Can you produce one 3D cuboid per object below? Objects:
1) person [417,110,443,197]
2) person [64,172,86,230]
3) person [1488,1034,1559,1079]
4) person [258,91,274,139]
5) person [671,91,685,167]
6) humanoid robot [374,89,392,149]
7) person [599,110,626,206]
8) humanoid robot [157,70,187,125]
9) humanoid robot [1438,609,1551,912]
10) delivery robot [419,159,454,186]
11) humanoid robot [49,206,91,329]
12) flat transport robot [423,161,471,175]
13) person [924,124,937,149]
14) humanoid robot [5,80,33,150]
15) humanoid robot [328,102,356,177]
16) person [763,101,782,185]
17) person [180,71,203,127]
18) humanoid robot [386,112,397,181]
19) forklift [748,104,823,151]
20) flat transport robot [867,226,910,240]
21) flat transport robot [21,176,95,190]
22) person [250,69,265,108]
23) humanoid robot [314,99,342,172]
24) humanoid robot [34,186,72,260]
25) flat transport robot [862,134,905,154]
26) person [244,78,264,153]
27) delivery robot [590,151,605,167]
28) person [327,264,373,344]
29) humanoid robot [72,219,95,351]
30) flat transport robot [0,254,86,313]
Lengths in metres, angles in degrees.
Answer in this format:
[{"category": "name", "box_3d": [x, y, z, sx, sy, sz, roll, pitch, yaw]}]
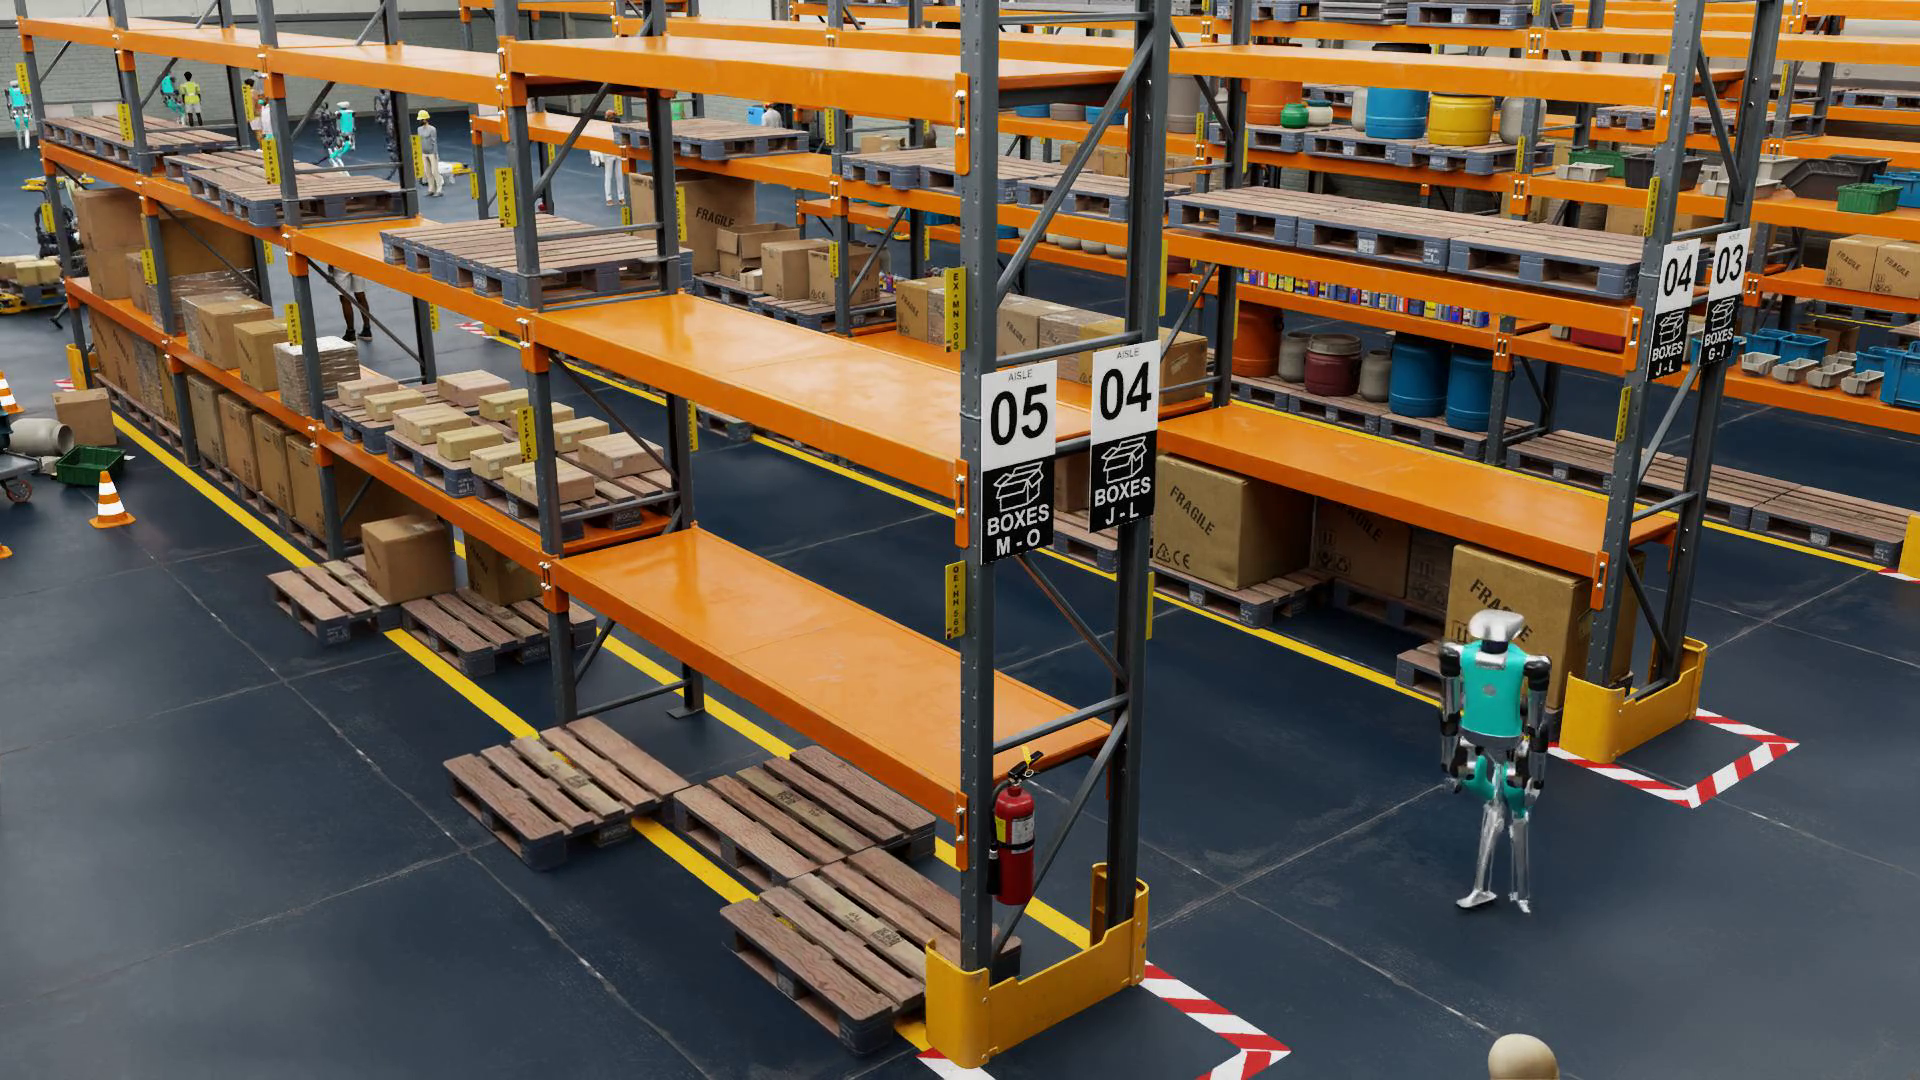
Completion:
[{"category": "person", "box_3d": [-11.017, -7.999, 34.456, 0.516, 1.756, 0.339, 11, 22, 28]}, {"category": "person", "box_3d": [-15.979, -6.496, 29.978, 0.388, 1.891, 0.534, -18, 26, -42]}, {"category": "person", "box_3d": [1.591, 2.301, 5.083, 0.401, 1.798, 0.596, -10, 22, -26]}, {"category": "person", "box_3d": [-15.533, -9.140, 37.503, 0.441, 1.907, 0.552, -16, 25, -38]}, {"category": "person", "box_3d": [-6.774, -9.873, 39.515, 0.498, 1.948, 0.909, -9, 21, -23]}, {"category": "humanoid robot", "box_3d": [-14.770, -10.863, 42.757, 0.609, 1.632, 0.702, -4, 20, -10]}, {"category": "person", "box_3d": [-6.932, -7.636, 33.252, 0.566, 1.878, 0.353, -13, 23, -32]}, {"category": "humanoid robot", "box_3d": [-22.225, -12.430, 47.089, 0.536, 1.751, 0.798, 3, 20, 8]}, {"category": "humanoid robot", "box_3d": [2.769, 1.123, 8.537, 0.599, 1.785, 0.809, 10, 22, 27]}, {"category": "delivery robot", "box_3d": [-11.409, -8.026, 36.328, 0.499, 0.583, 0.767, 7, 21, 20]}, {"category": "humanoid robot", "box_3d": [-11.898, -3.618, 22.171, 0.694, 1.646, 0.602, -18, 26, -42]}, {"category": "flat transport robot", "box_3d": [-12.055, -8.581, 38.357, 1.431, 0.231, 0.659, 10, 22, 27]}, {"category": "person", "box_3d": [-0.764, -7.694, 33.616, 0.573, 1.730, 0.836, -16, 25, -38]}, {"category": "humanoid robot", "box_3d": [-24.177, -10.859, 42.801, 0.538, 1.904, 0.742, -12, 23, -31]}, {"category": "humanoid robot", "box_3d": [-13.554, -8.718, 36.331, 0.735, 1.677, 0.533, 9, 21, 24]}, {"category": "person", "box_3d": [-4.115, -8.737, 36.365, 0.388, 1.889, 0.567, 15, 24, 37]}, {"category": "person", "box_3d": [-21.639, -12.325, 46.858, 0.536, 1.696, 0.318, -14, 24, -35]}, {"category": "humanoid robot", "box_3d": [-12.105, -8.300, 35.532, 0.769, 1.651, 0.610, -2, 19, -6]}, {"category": "forklift", "box_3d": [-4.526, -11.368, 42.374, 1.129, 2.768, 1.873, -15, 24, -37]}, {"category": "flat transport robot", "box_3d": [-1.072, -5.574, 29.800, 0.659, 0.231, 1.431, -10, 22, -27]}, {"category": "flat transport robot", "box_3d": [-19.517, -7.750, 35.993, 0.659, 0.231, 1.431, 4, 20, 12]}, {"category": "person", "box_3d": [-19.977, -12.621, 47.452, 0.402, 1.870, 0.494, 8, 21, 22]}, {"category": "humanoid robot", "box_3d": [-14.662, -9.337, 38.404, 0.544, 1.643, 0.592, 3, 20, 8]}, {"category": "humanoid robot", "box_3d": [-12.967, -4.252, 23.909, 0.424, 1.649, 0.591, 10, 22, 27]}, {"category": "flat transport robot", "box_3d": [-1.764, -8.258, 37.439, 1.431, 0.231, 0.659, 2, 20, 7]}, {"category": "person", "box_3d": [-17.812, -10.727, 42.080, 0.403, 1.848, 0.798, -1, 19, -2]}, {"category": "delivery robot", "box_3d": [-8.518, -9.177, 39.646, 0.499, 0.609, 0.781, -13, 23, -33]}, {"category": "person", "box_3d": [-7.882, -3.505, 21.354, 0.368, 1.964, 0.607, 12, 23, 30]}, {"category": "humanoid robot", "box_3d": [-10.486, -3.135, 20.695, 1.033, 1.744, 0.541, -2, 19, -6]}, {"category": "flat transport robot", "box_3d": [-13.030, -3.467, 23.803, 0.659, 0.231, 1.431, 18, 26, 41]}]
